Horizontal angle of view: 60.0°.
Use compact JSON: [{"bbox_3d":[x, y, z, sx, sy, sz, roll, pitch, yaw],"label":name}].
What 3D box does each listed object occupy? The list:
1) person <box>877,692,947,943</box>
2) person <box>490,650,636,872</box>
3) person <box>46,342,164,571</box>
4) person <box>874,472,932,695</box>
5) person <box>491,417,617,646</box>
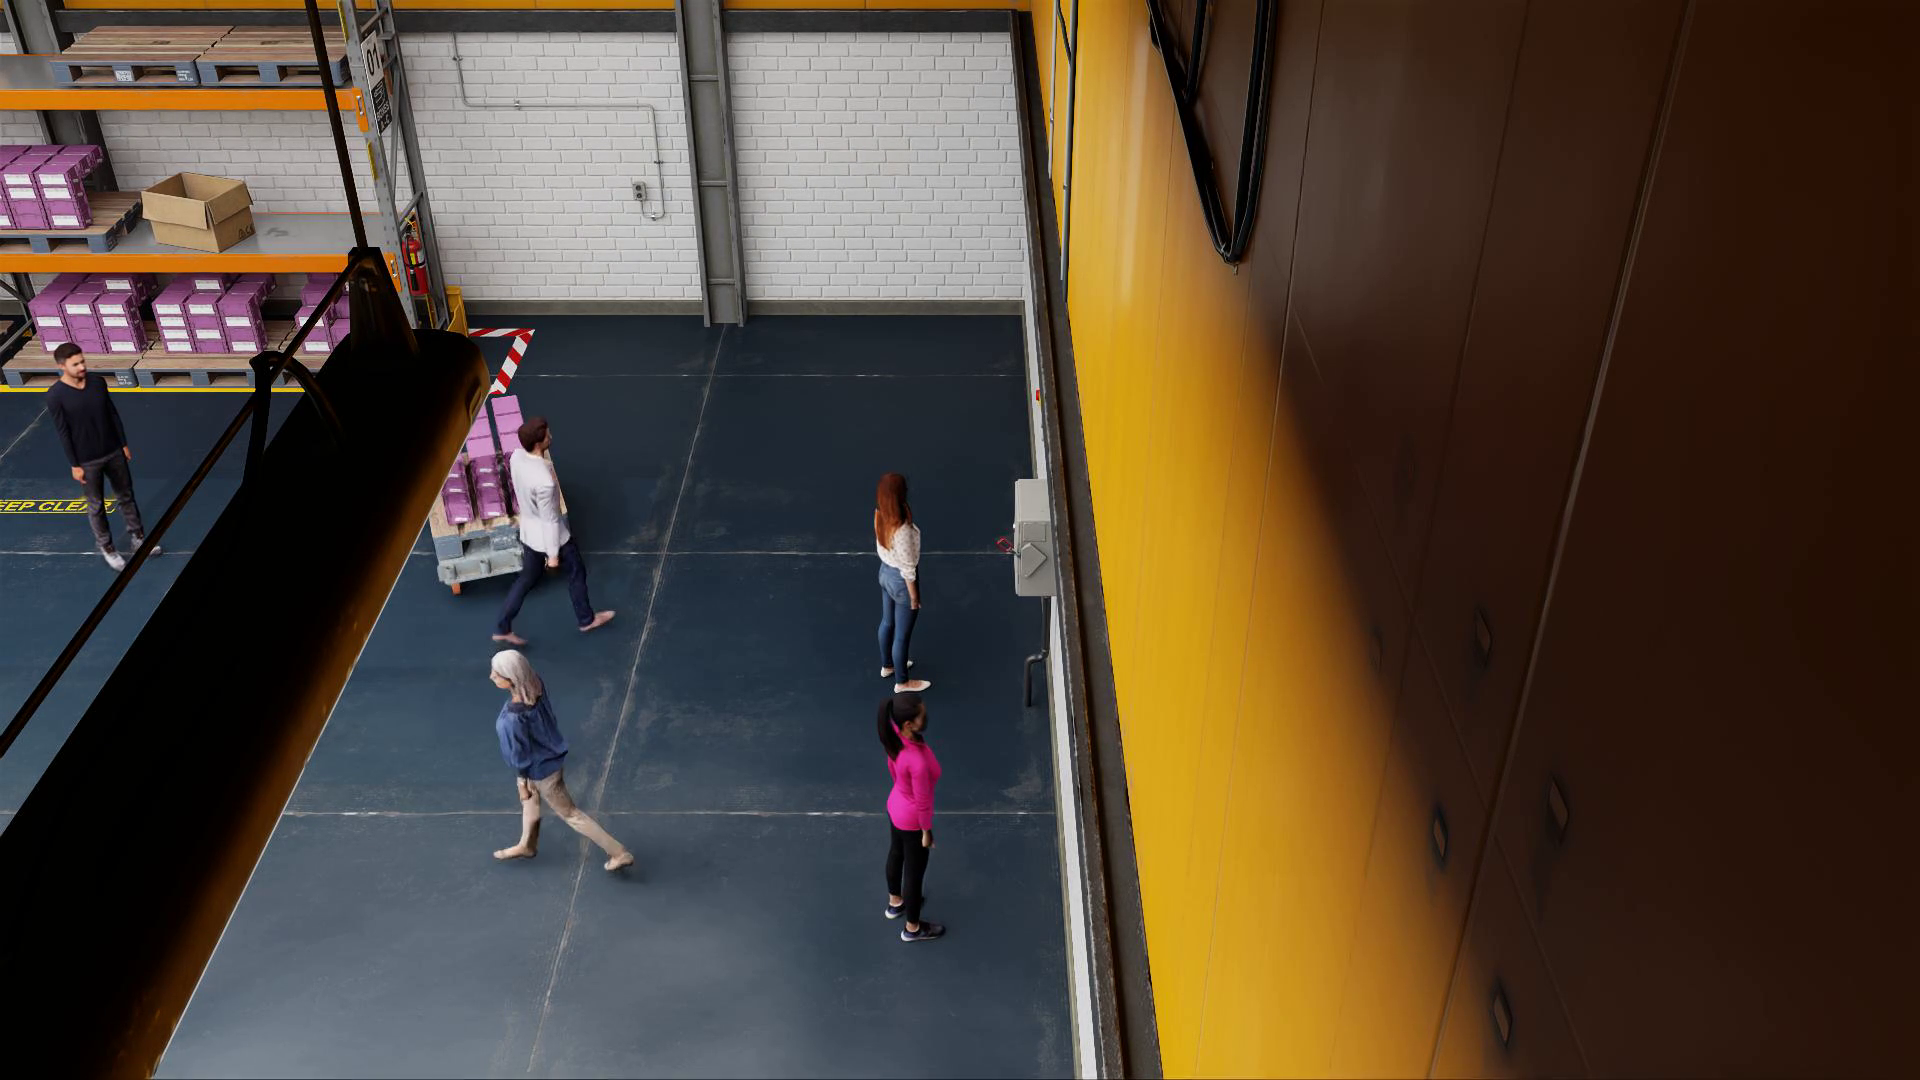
[{"bbox_3d":[-0.293,1.567,9.492,0.671,1.698,0.660,-13,36,-19],"label":"person"},{"bbox_3d":[-2.376,1.347,9.858,1.115,1.659,0.627,2,34,3],"label":"person"},{"bbox_3d":[-6.590,-0.660,12.689,0.749,1.867,0.720,21,39,29],"label":"person"},{"bbox_3d":[-0.429,0.281,11.399,0.659,1.728,0.653,-16,37,-23],"label":"person"},{"bbox_3d":[-3.027,-0.009,11.755,1.218,1.818,1.138,-28,42,-35],"label":"person"}]
